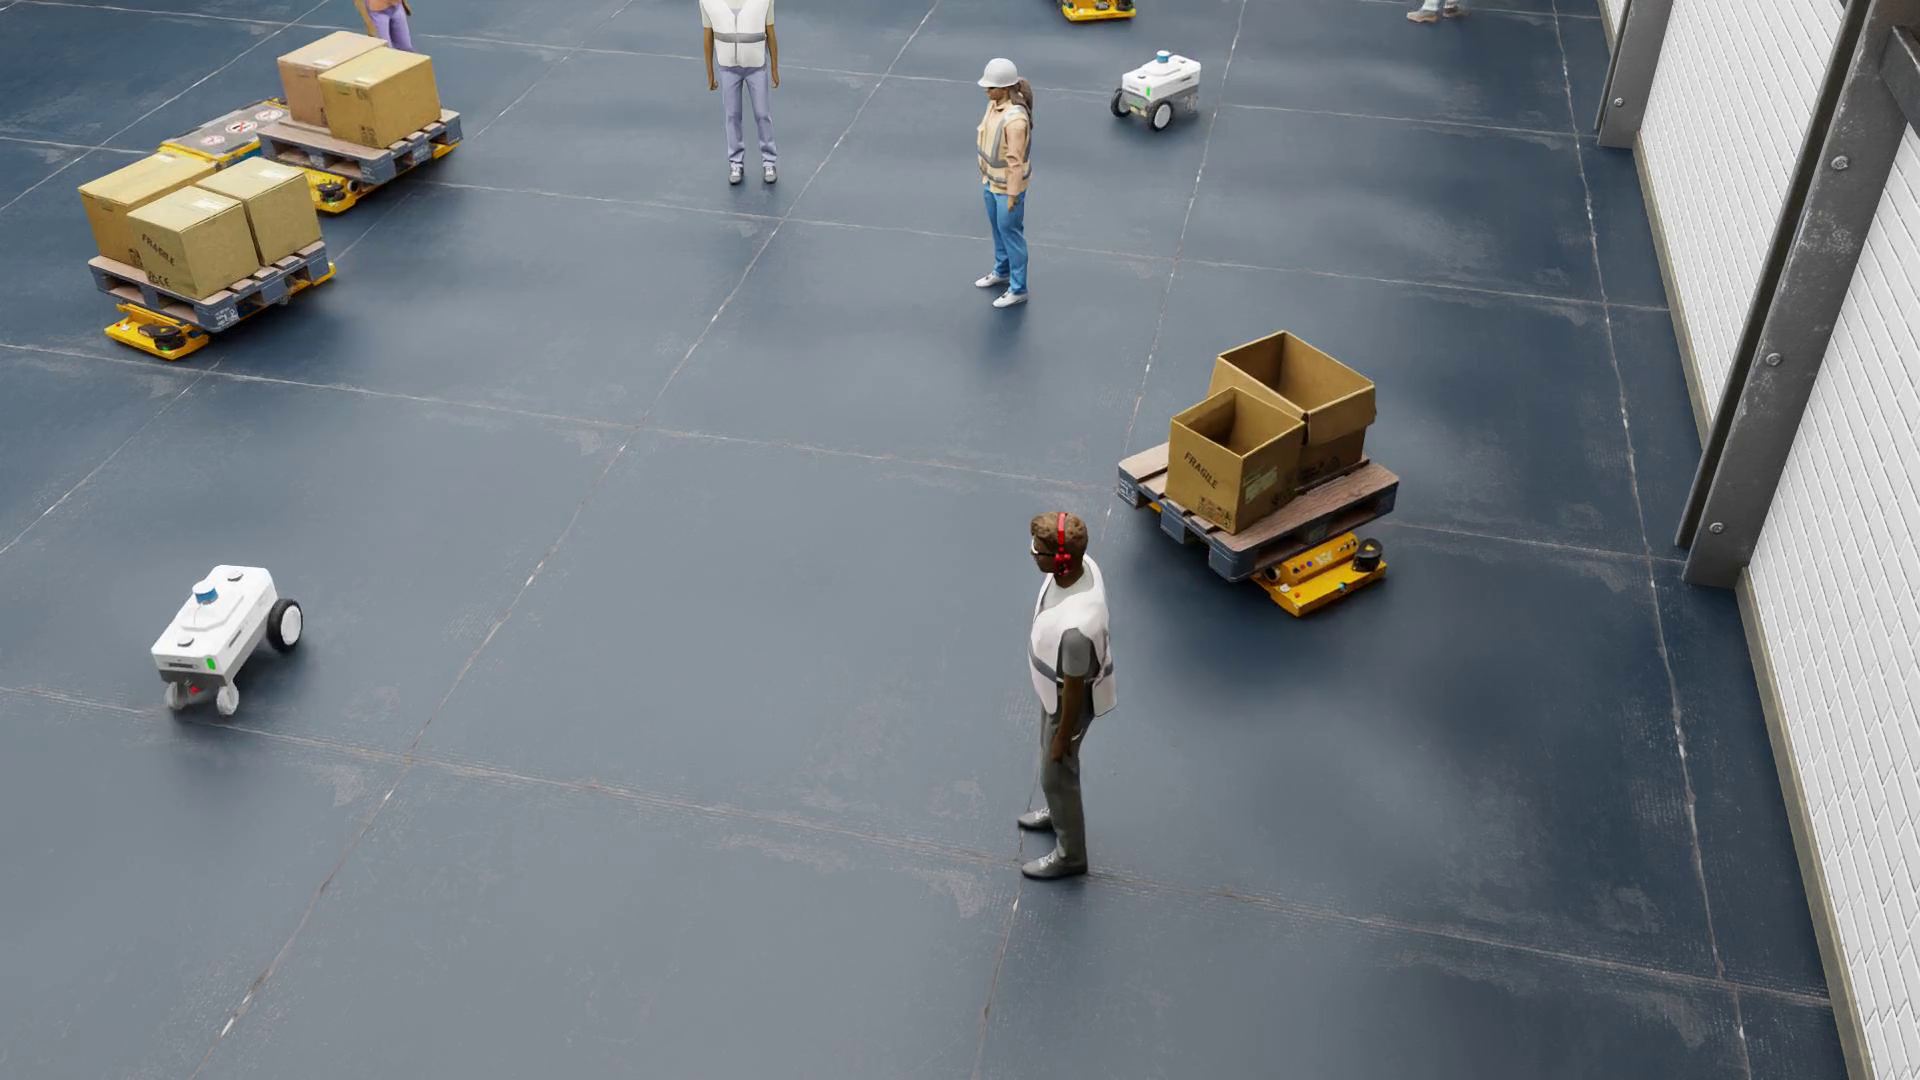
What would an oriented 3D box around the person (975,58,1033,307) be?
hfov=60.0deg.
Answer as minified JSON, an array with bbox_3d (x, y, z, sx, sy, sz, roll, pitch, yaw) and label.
[{"bbox_3d":[0.300,-2.422,11.249,0.378,1.721,0.487,-13,39,-17],"label":"person"}]

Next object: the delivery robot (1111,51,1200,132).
[{"bbox_3d":[1.698,-3.844,14.121,0.795,0.592,0.499,-29,46,-33],"label":"delivery robot"}]

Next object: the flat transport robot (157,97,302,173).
[{"bbox_3d":[-5.882,-3.228,13.538,0.659,0.231,1.431,19,41,23],"label":"flat transport robot"}]

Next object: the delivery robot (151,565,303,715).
[{"bbox_3d":[-3.719,0.452,8.349,0.499,0.563,0.738,4,37,5],"label":"delivery robot"}]

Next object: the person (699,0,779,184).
[{"bbox_3d":[-1.675,-3.644,12.792,0.565,1.836,0.388,-1,37,-1],"label":"person"}]

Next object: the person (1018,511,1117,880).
[{"bbox_3d":[0.461,0.653,7.042,0.394,1.830,0.571,-1,37,-1],"label":"person"}]

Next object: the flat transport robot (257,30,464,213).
[{"bbox_3d":[-4.730,-3.018,13.257,0.659,0.231,1.431,16,40,21],"label":"flat transport robot"}]

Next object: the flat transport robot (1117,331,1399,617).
[{"bbox_3d":[1.664,-0.116,9.374,0.659,0.231,1.431,-22,42,-26],"label":"flat transport robot"}]

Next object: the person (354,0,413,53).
[{"bbox_3d":[-4.795,-4.398,13.797,0.414,1.836,0.573,15,39,19],"label":"person"}]

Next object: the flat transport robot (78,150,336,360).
[{"bbox_3d":[-5.097,-1.698,11.491,0.659,0.231,1.431,19,41,24],"label":"flat transport robot"}]

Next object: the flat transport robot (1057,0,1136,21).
[{"bbox_3d":[1.237,-5.516,16.600,0.659,0.231,1.431,-7,37,-10],"label":"flat transport robot"}]

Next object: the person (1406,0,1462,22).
[{"bbox_3d":[4.678,-5.868,15.760,0.685,1.852,0.348,-13,39,-17],"label":"person"}]

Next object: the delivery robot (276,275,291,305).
[{"bbox_3d":[-4.984,-1.947,11.596,0.778,0.607,0.510,-1,37,-1],"label":"delivery robot"}]
